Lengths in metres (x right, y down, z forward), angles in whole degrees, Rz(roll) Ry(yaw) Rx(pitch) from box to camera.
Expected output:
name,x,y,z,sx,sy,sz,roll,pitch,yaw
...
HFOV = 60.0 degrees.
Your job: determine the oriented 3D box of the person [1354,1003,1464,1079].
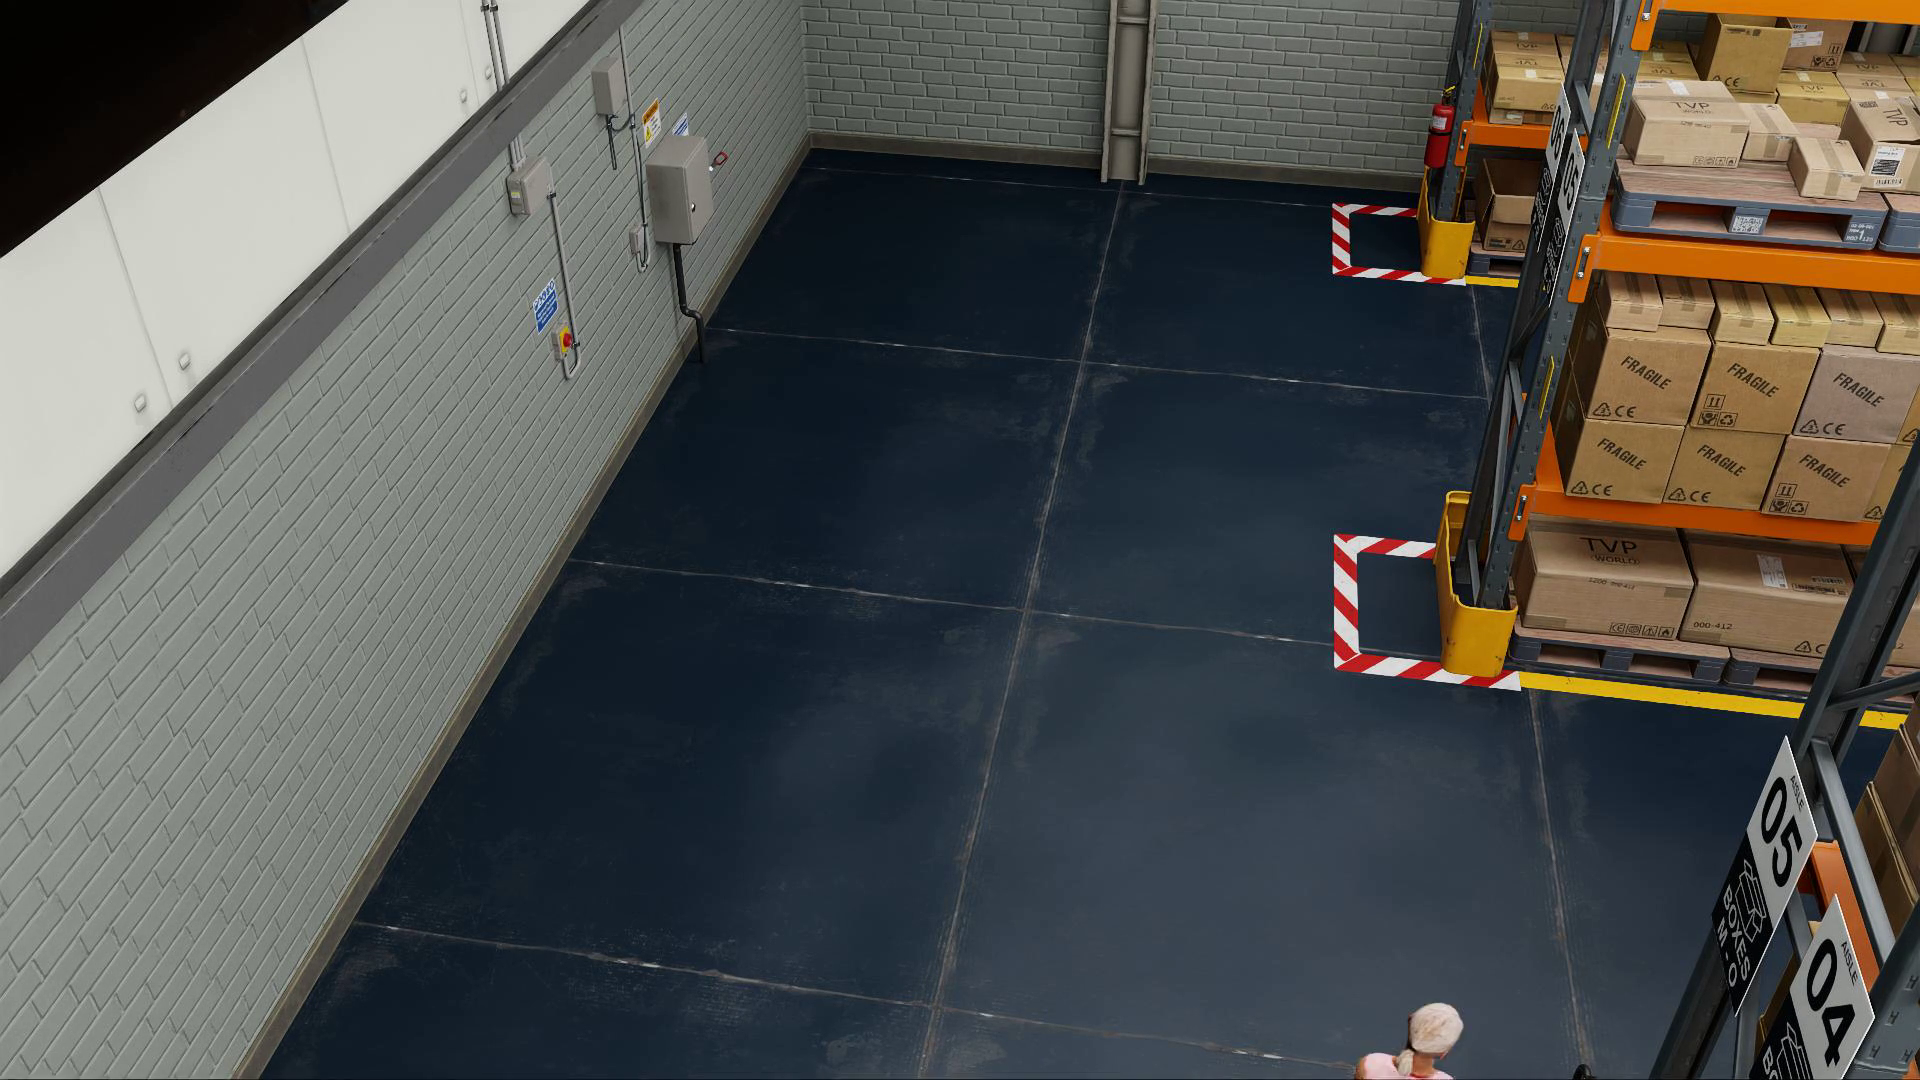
name,x,y,z,sx,sy,sz,roll,pitch,yaw
person,1.604,2.402,6.260,0.938,1.706,0.797,13,39,17
